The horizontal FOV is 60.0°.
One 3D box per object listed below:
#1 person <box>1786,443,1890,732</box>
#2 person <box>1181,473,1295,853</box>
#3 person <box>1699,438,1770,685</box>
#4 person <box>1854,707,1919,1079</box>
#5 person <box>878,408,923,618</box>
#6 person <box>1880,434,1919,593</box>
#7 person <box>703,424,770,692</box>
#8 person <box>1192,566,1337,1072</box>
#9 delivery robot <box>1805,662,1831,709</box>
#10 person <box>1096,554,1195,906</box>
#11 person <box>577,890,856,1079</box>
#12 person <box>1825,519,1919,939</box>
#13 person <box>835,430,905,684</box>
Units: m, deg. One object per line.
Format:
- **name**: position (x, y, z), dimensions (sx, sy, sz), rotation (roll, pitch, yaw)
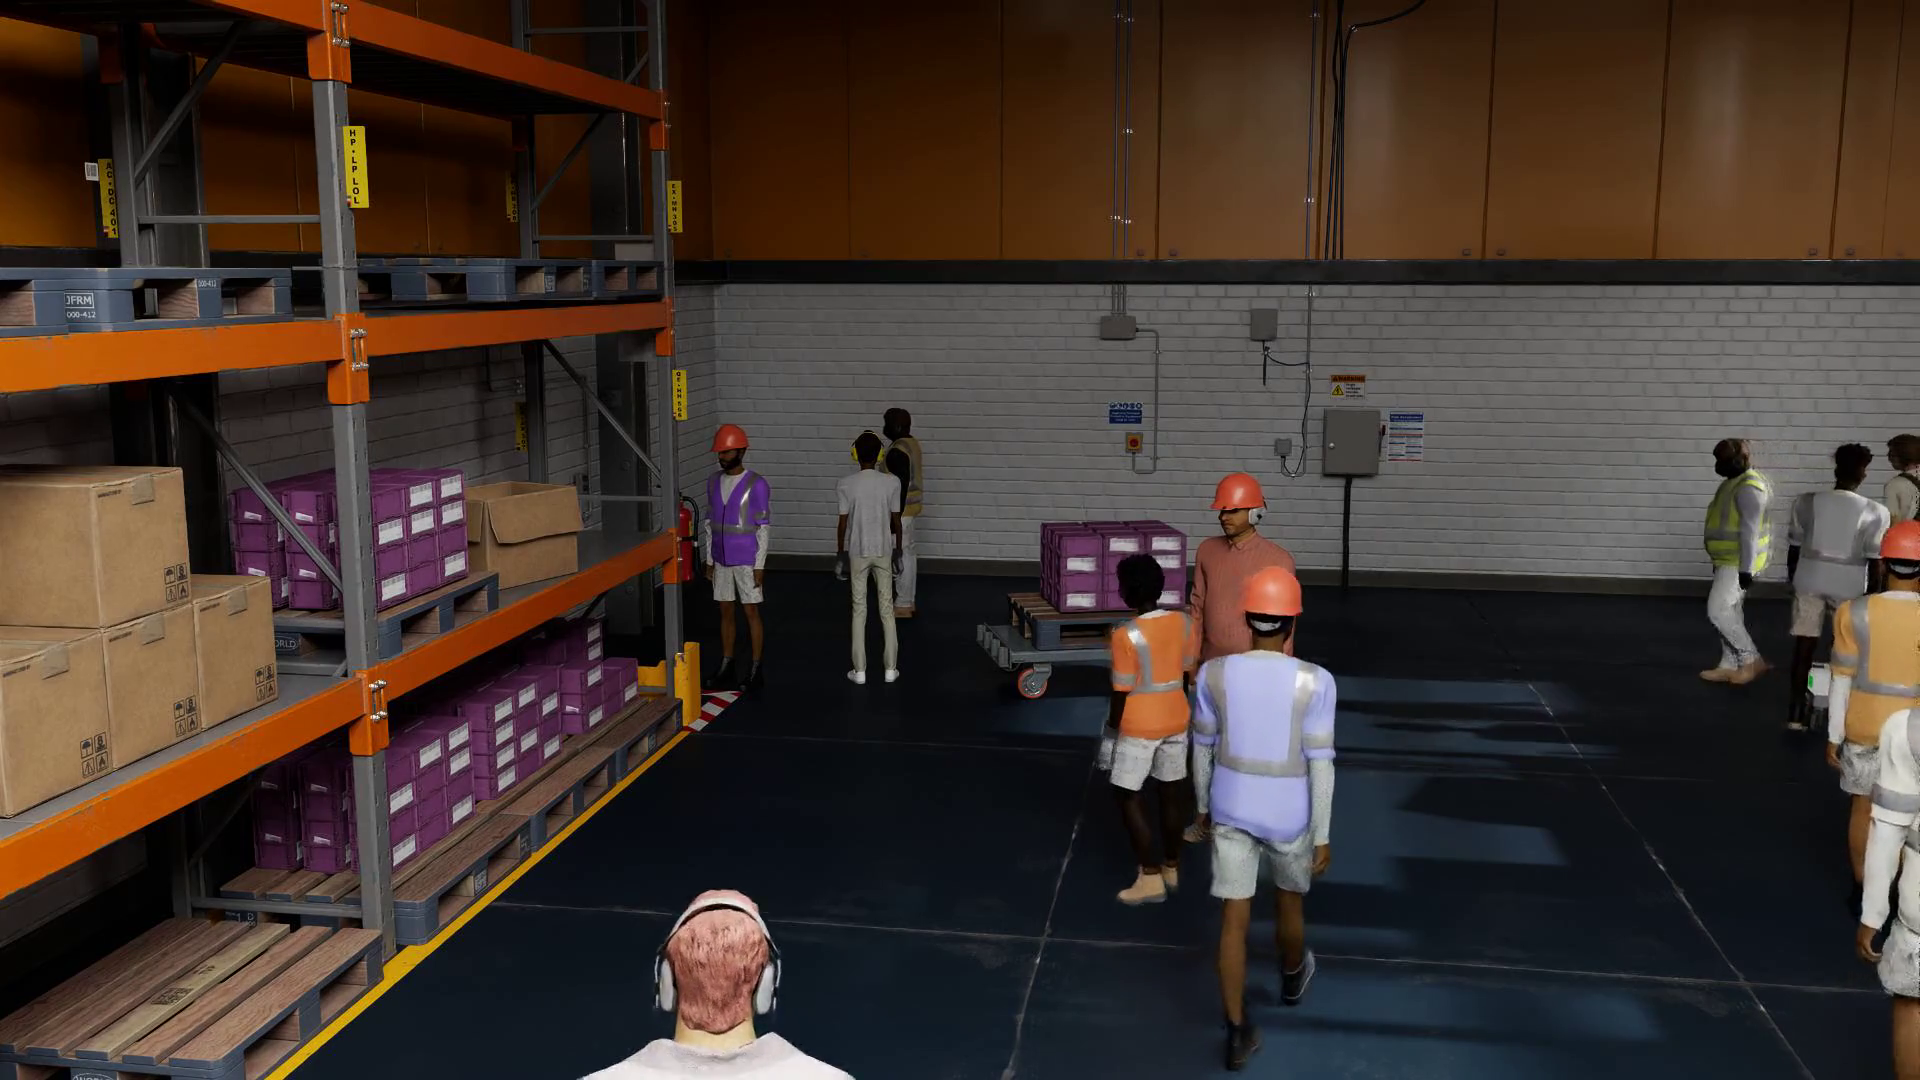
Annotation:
- **person**: position (5.757, 0.308, 10.975), dimensions (0.611, 1.923, 0.936), rotation (6, 11, 34)
- **person**: position (1.446, 0.639, 8.694), dimensions (0.613, 1.994, 0.382), rotation (8, 12, 40)
- **person**: position (5.660, 0.159, 12.165), dimensions (0.430, 1.821, 0.648), rotation (2, 9, 13)
- **person**: position (3.218, 1.172, 5.297), dimensions (0.645, 2.026, 0.562), rotation (4, 10, 26)
- **person**: position (-0.544, -0.241, 14.593), dimensions (0.429, 1.842, 0.637), rotation (1, 9, 8)
- **person**: position (7.108, 0.112, 12.473), dimensions (0.515, 1.822, 0.470), rotation (-3, 10, -18)
- **person**: position (-1.630, 0.129, 12.020), dimensions (0.545, 1.938, 0.361), rotation (5, 11, 29)
- **person**: position (1.207, 1.035, 6.555), dimensions (0.574, 1.891, 0.949), rotation (4, 10, 21)
- **delivery robot**: position (5.915, 0.948, 10.933), dimensions (0.707, 0.478, 0.477), rotation (3, 9, 16)
- **person**: position (0.934, 0.911, 7.991), dimensions (0.565, 1.688, 0.381), rotation (-8, 12, -40)
- **person**: position (-0.473, 1.605, 3.183), dimensions (0.642, 1.863, 0.985), rotation (-2, 10, -15)
- **person**: position (4.226, 0.870, 7.537), dimensions (0.550, 1.918, 0.749), rotation (4, 10, 26)
- **person**: position (-0.664, 0.127, 12.234), dimensions (0.518, 1.874, 0.327), rotation (-2, 9, -9)
